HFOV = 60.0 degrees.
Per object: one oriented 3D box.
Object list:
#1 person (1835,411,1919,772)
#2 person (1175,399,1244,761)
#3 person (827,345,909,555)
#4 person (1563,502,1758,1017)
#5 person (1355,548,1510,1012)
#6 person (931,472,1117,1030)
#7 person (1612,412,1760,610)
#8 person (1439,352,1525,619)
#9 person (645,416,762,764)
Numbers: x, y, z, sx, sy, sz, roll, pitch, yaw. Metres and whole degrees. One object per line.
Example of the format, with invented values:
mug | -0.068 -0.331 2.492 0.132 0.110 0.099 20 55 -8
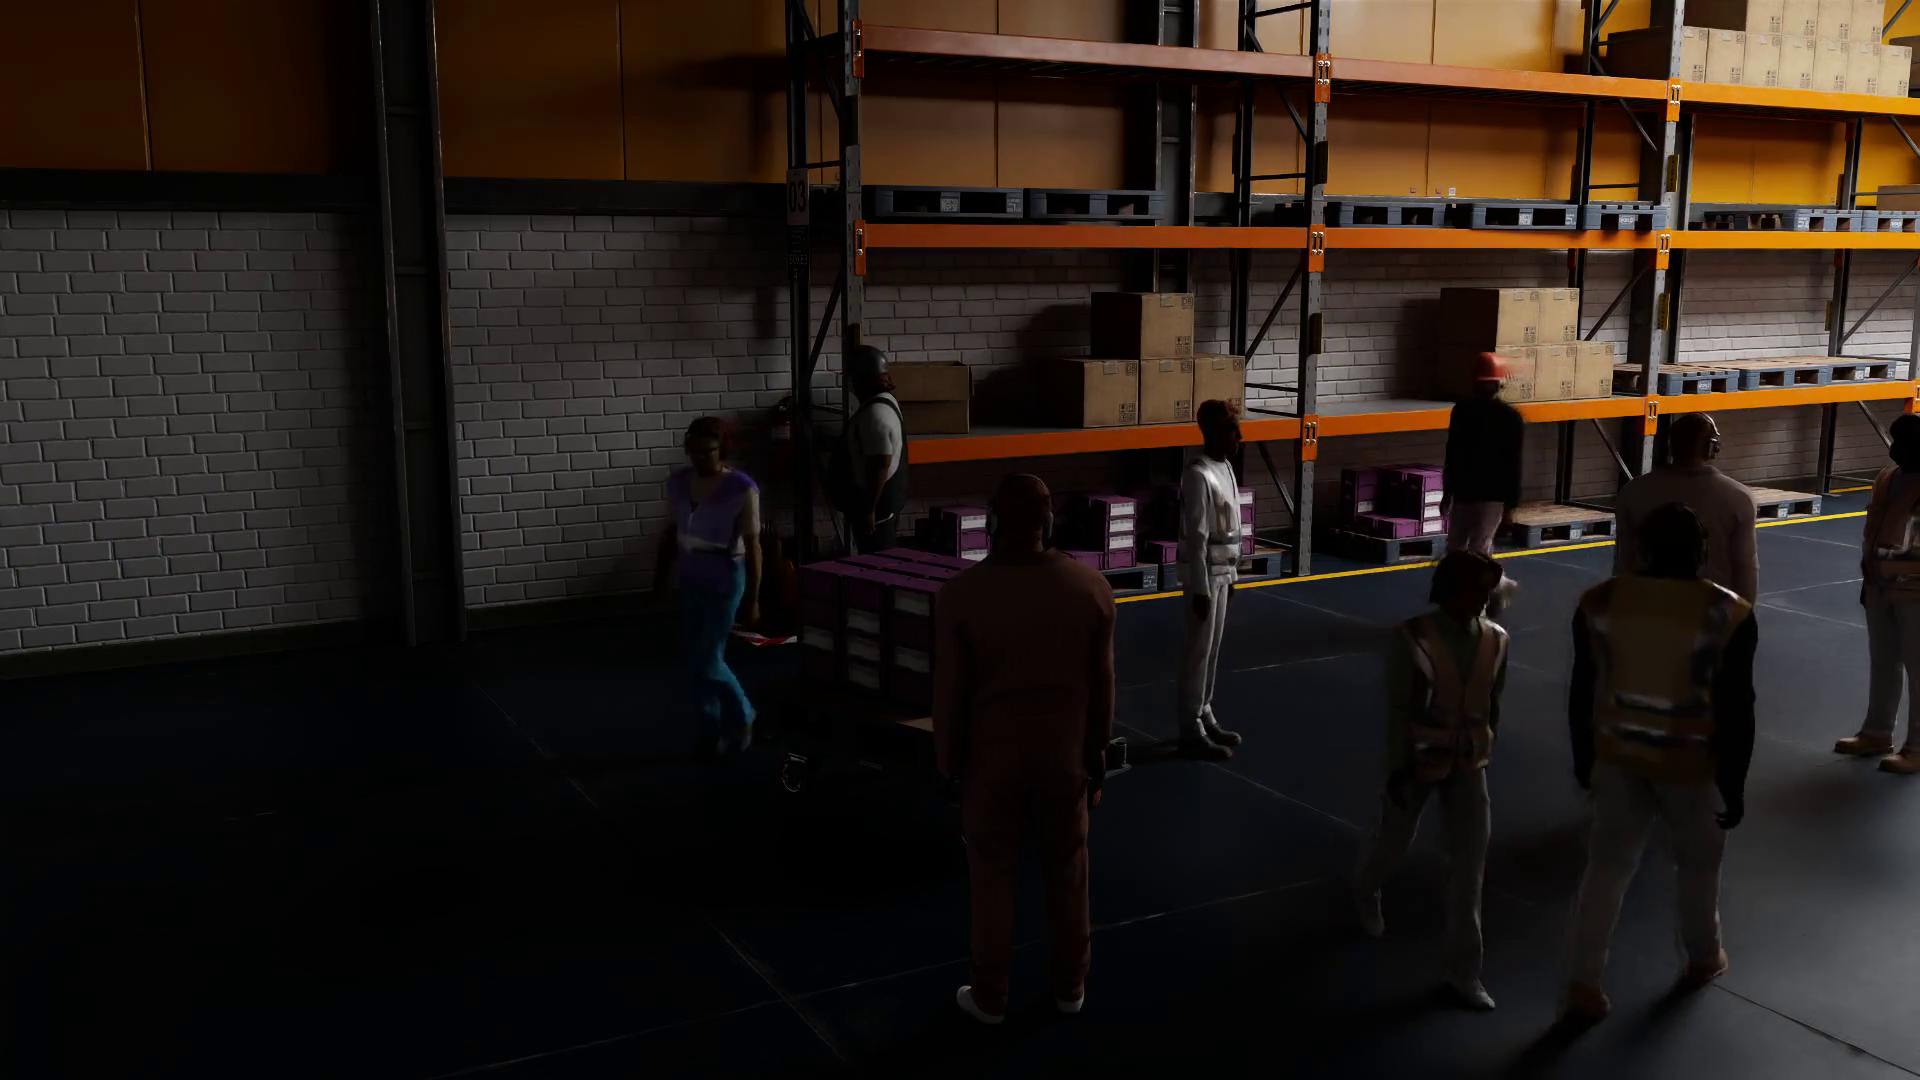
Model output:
person | 4.840 0.260 8.523 0.429 1.841 0.634 -2 10 -9
person | 1.313 0.200 8.740 0.347 1.883 0.579 4 11 23
person | -0.613 -0.270 10.996 0.536 2.000 0.684 1 10 5
person | 2.422 0.763 5.799 0.641 1.789 0.957 8 13 40
person | 1.728 0.800 6.093 0.515 1.598 0.830 -2 10 -11
person | 0.207 0.719 5.687 0.639 1.910 0.407 -2 10 -13
person | 3.412 0.348 7.846 0.639 1.902 0.406 7 12 35
person | 3.625 -0.313 11.441 0.677 1.971 0.628 -5 11 -29
person | -1.295 0.267 8.547 0.623 1.822 0.456 8 12 37
